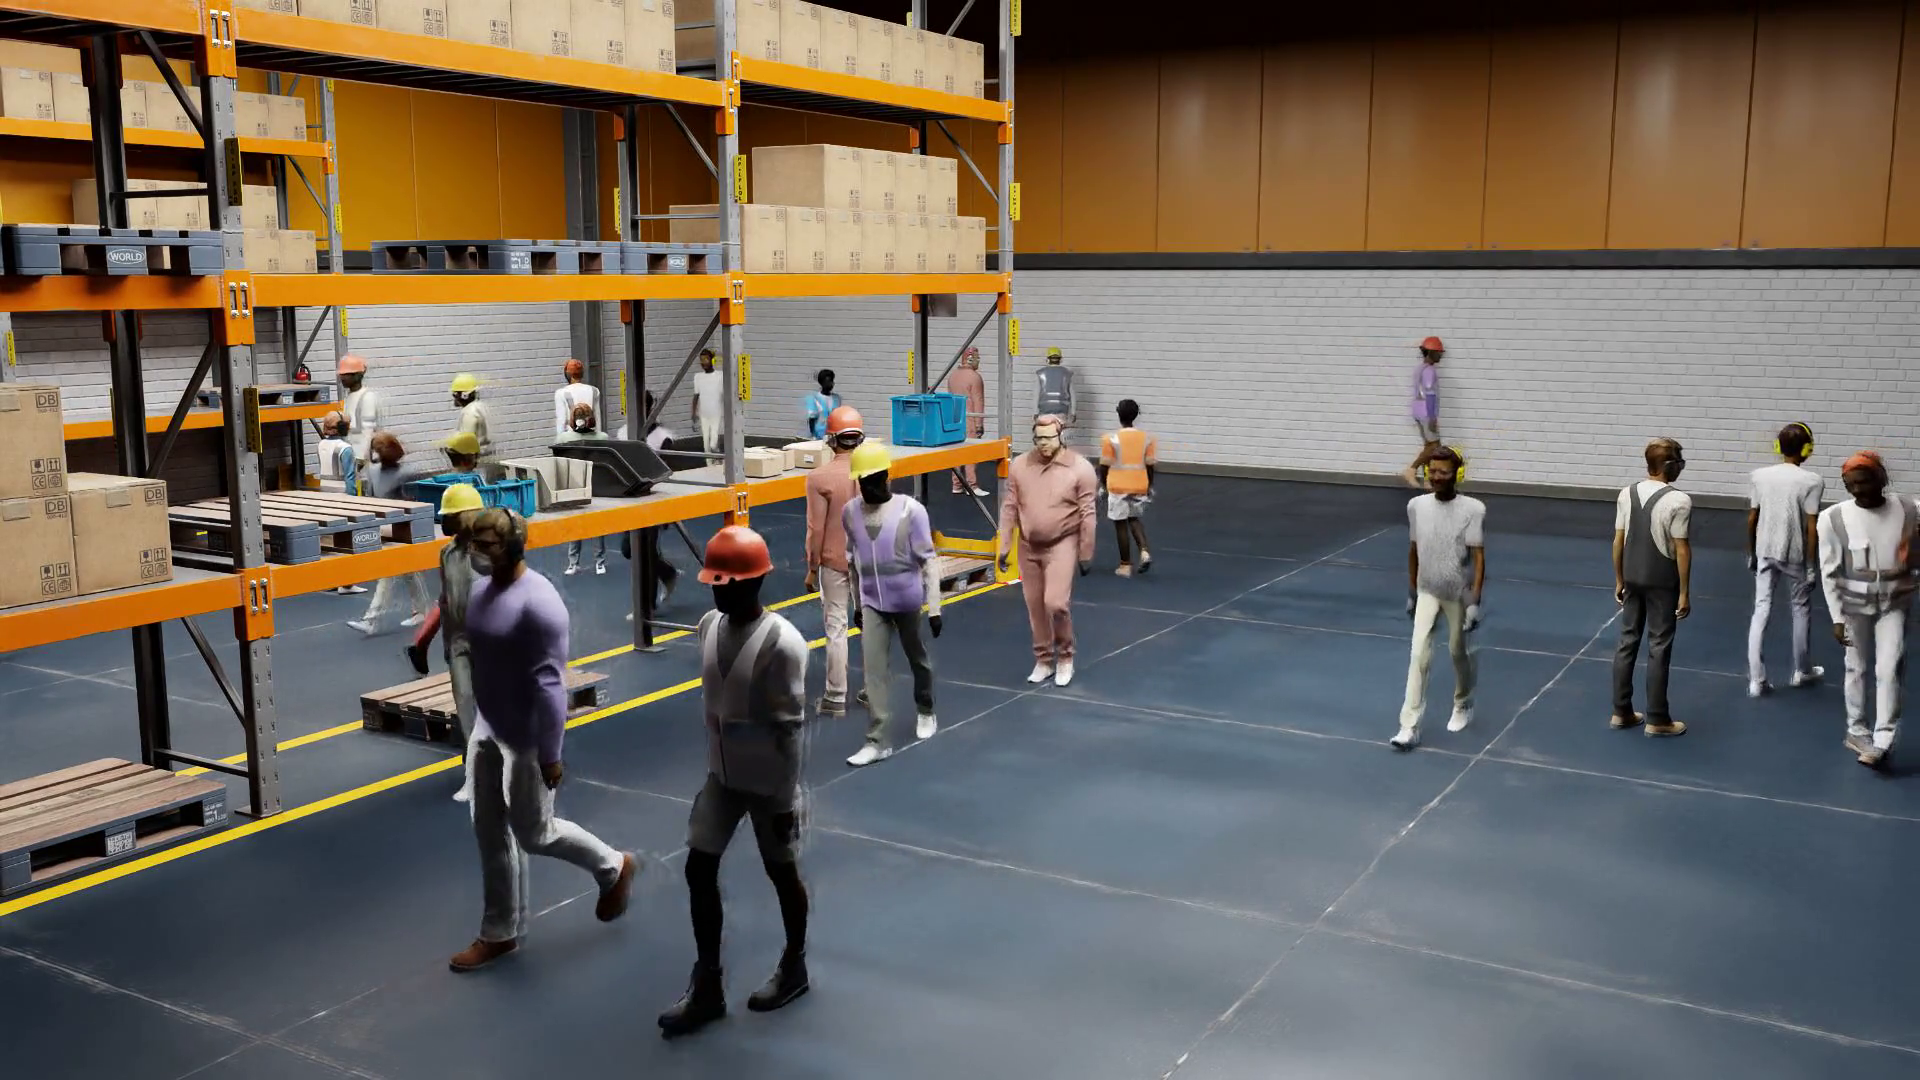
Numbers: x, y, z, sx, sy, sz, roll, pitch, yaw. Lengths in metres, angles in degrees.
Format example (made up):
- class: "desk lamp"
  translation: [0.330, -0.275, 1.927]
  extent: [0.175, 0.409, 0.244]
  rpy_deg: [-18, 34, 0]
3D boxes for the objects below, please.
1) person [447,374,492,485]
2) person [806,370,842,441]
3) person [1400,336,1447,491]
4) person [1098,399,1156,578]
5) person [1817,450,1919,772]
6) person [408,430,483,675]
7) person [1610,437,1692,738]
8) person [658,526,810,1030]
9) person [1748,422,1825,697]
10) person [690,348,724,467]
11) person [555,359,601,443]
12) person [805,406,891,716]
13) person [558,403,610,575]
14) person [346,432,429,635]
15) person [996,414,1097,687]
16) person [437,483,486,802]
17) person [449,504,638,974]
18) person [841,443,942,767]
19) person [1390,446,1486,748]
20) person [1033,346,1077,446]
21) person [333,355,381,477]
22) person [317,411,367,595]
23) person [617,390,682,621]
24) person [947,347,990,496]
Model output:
- class: "person"
  translation: [-5.153, -0.810, 17.196]
  extent: [0.752, 1.803, 0.627]
  rpy_deg: [-2, 9, -11]
- class: "person"
  translation: [-1.626, -1.257, 20.453]
  extent: [0.546, 1.655, 0.853]
  rpy_deg: [-6, 11, -34]
- class: "person"
  translation: [6.080, -1.624, 21.585]
  extent: [0.575, 2.030, 0.660]
  rpy_deg: [1, 9, 6]
- class: "person"
  translation: [1.548, -0.477, 15.531]
  extent: [0.532, 1.679, 0.383]
  rpy_deg: [-3, 10, -20]
- class: "person"
  translation: [5.242, 0.405, 9.537]
  extent: [0.648, 1.835, 0.818]
  rpy_deg: [4, 10, 23]
- class: "person"
  translation: [-3.564, 0.092, 11.770]
  extent: [0.531, 1.739, 0.737]
  rpy_deg: [6, 11, 32]
- class: "person"
  translation: [4.260, 0.287, 10.241]
  extent: [0.324, 1.842, 0.516]
  rpy_deg: [-5, 11, -31]
- class: "person"
  translation: [-0.842, 0.898, 6.206]
  extent: [0.564, 1.907, 0.817]
  rpy_deg: [7, 11, 37]
- class: "person"
  translation: [5.629, 0.119, 11.300]
  extent: [0.874, 1.836, 0.540]
  rpy_deg: [-7, 12, -39]
- class: "person"
  translation: [-3.325, -1.615, 22.088]
  extent: [0.550, 1.851, 0.434]
  rpy_deg: [3, 10, 19]
- class: "person"
  translation: [-4.304, -1.098, 18.757]
  extent: [0.337, 1.883, 0.584]
  rpy_deg: [8, 12, 42]
- class: "person"
  translation: [-0.725, 0.136, 10.715]
  extent: [0.608, 1.995, 0.376]
  rpy_deg: [-6, 11, -32]
- class: "person"
  translation: [-3.537, -0.481, 15.688]
  extent: [0.507, 1.632, 0.272]
  rpy_deg: [-1, 9, -5]
- class: "person"
  translation: [-4.549, -0.052, 13.151]
  extent: [0.508, 1.588, 0.874]
  rpy_deg: [7, 11, 37]
- class: "person"
  translation: [0.579, 0.073, 11.441]
  extent: [0.645, 1.883, 0.506]
  rpy_deg: [5, 10, 28]
- class: "person"
  translation: [-2.581, 0.529, 9.072]
  extent: [0.502, 1.725, 0.534]
  rpy_deg: [4, 10, 22]
- class: "person"
  translation: [-1.749, 0.789, 6.875]
  extent: [0.628, 1.923, 0.749]
  rpy_deg: [9, 13, 44]
- class: "person"
  translation: [-0.381, 0.341, 9.869]
  extent: [0.681, 1.866, 1.021]
  rpy_deg: [4, 10, 24]
- class: "person"
  translation: [2.925, 0.332, 10.068]
  extent: [0.535, 1.816, 1.021]
  rpy_deg: [6, 11, 33]
- class: "person"
  translation: [1.356, -1.862, 23.791]
  extent: [0.623, 1.810, 0.444]
  rpy_deg: [0, 9, 3]
- class: "person"
  translation: [-6.277, -0.913, 17.252]
  extent: [0.630, 1.985, 1.042]
  rpy_deg: [8, 12, 42]
- class: "person"
  translation: [-5.502, -0.328, 14.742]
  extent: [0.518, 1.634, 0.311]
  rpy_deg: [7, 12, 39]
- class: "person"
  translation: [-2.562, -0.310, 13.769]
  extent: [0.621, 1.905, 0.593]
  rpy_deg: [8, 12, 40]
- class: "person"
  translation: [0.118, -1.515, 21.307]
  extent: [0.399, 1.905, 0.643]
  rpy_deg: [-6, 11, -35]
